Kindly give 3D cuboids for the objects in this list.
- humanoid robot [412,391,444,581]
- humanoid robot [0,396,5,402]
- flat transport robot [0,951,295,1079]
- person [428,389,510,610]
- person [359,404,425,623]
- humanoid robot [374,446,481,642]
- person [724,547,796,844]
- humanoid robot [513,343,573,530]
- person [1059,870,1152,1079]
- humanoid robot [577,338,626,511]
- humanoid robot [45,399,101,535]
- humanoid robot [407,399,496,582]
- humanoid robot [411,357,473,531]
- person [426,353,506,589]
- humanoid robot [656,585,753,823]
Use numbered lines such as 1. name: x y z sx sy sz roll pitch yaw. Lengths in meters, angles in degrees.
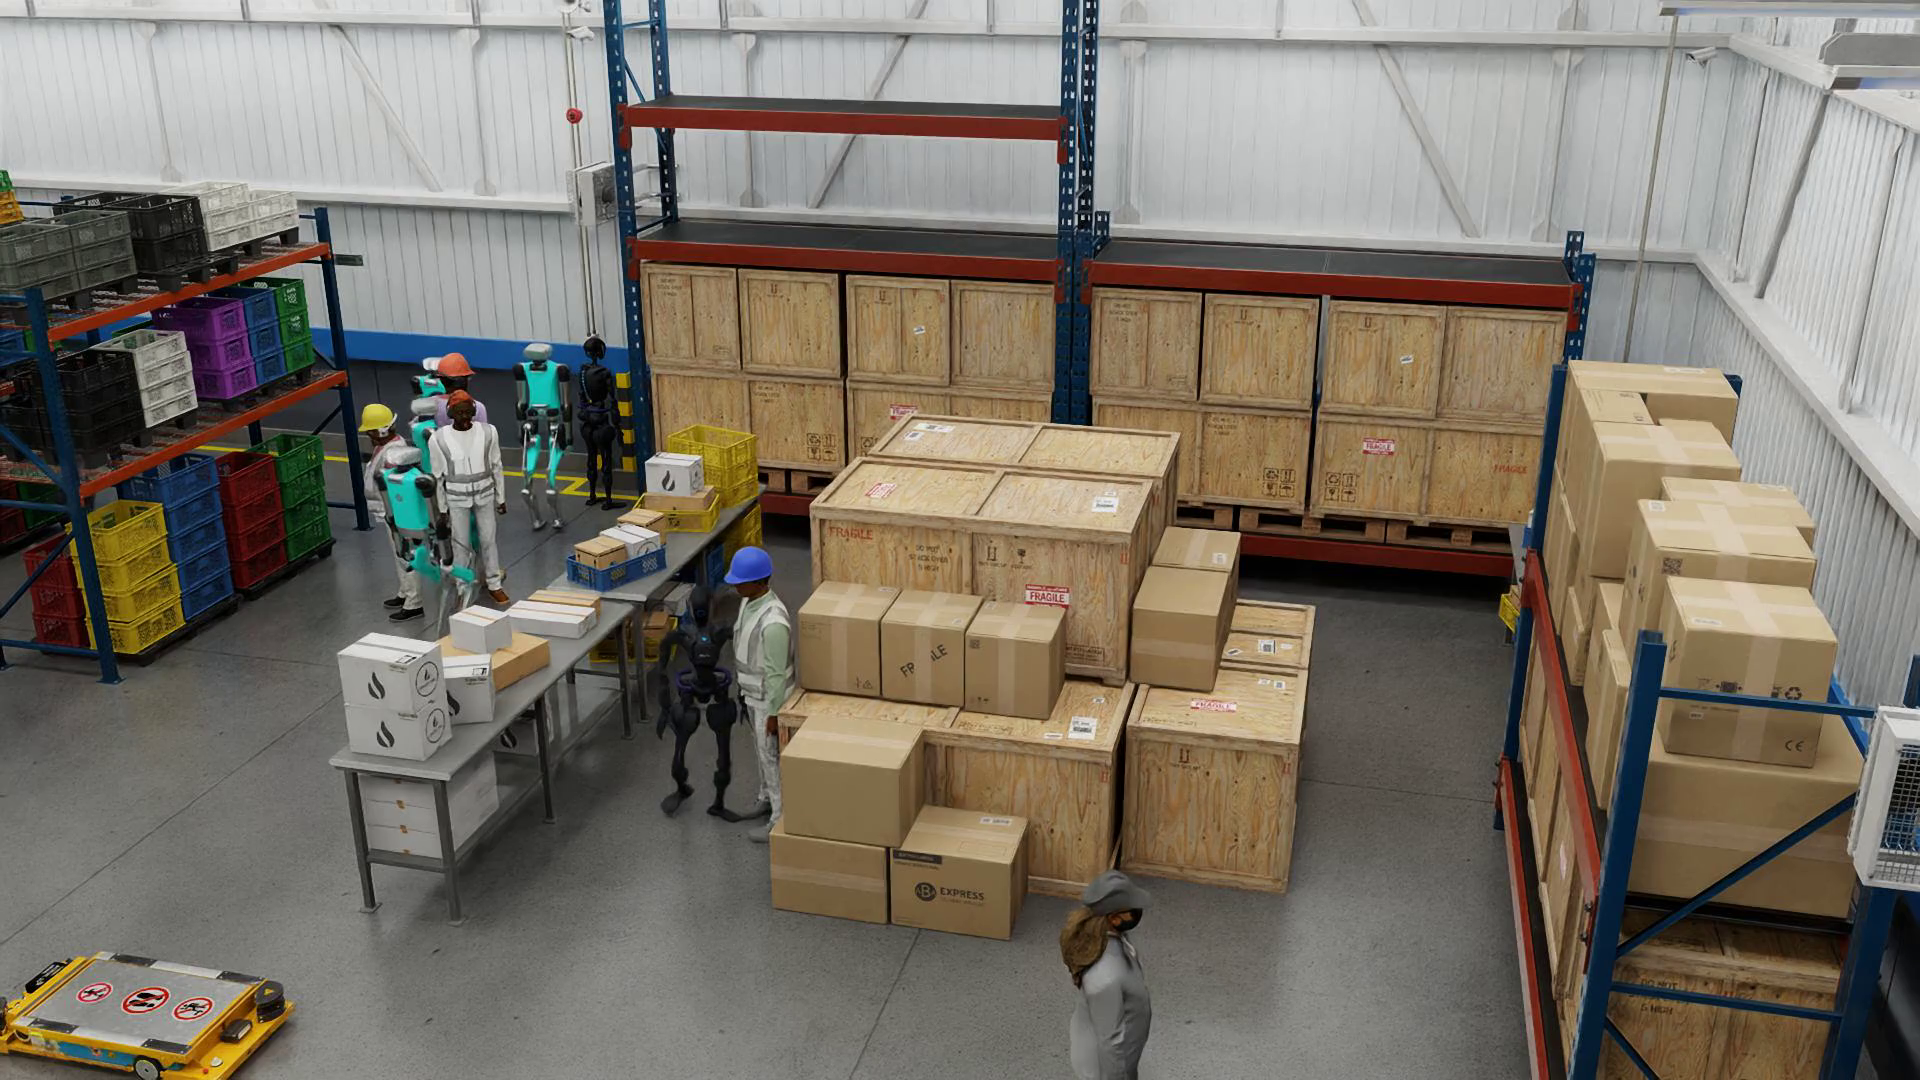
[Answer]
1. humanoid robot: -4.415 -0.483 14.315 0.599 1.657 0.315 -18 27 -38
2. humanoid robot: -10.751 -1.927 18.086 0.559 1.809 0.757 7 22 19
3. flat transport robot: -4.270 2.464 8.601 1.431 0.231 0.659 5 22 13
4. person: -4.018 -0.325 13.646 0.571 1.877 0.339 -11 23 -26
5. person: -4.591 -0.229 13.468 0.403 1.822 0.588 -9 23 -21
6. humanoid robot: -4.012 0.048 12.798 0.530 1.745 0.759 9 23 22
7. person: -1.215 0.939 10.257 0.412 1.939 0.612 -7 22 -18
8. humanoid robot: -3.856 -0.902 15.246 0.530 1.729 0.683 3 21 7
9. person: 0.615 2.210 7.163 0.400 1.769 0.562 0 21 1
10. humanoid robot: -3.480 -1.131 16.011 0.599 1.657 0.315 19 28 40
11. humanoid robot: -7.617 -0.512 14.433 0.428 1.651 0.605 -3 21 -8
12. humanoid robot: -4.136 -0.334 13.897 0.782 1.811 0.534 -13 24 -30
13. humanoid robot: -4.573 -0.865 15.306 0.544 1.808 0.808 7 22 18
14. person: -4.208 -0.581 14.087 0.613 2.039 0.382 4 21 11
15. humanoid robot: -1.613 1.013 10.434 0.611 1.644 0.476 -5 21 -13
